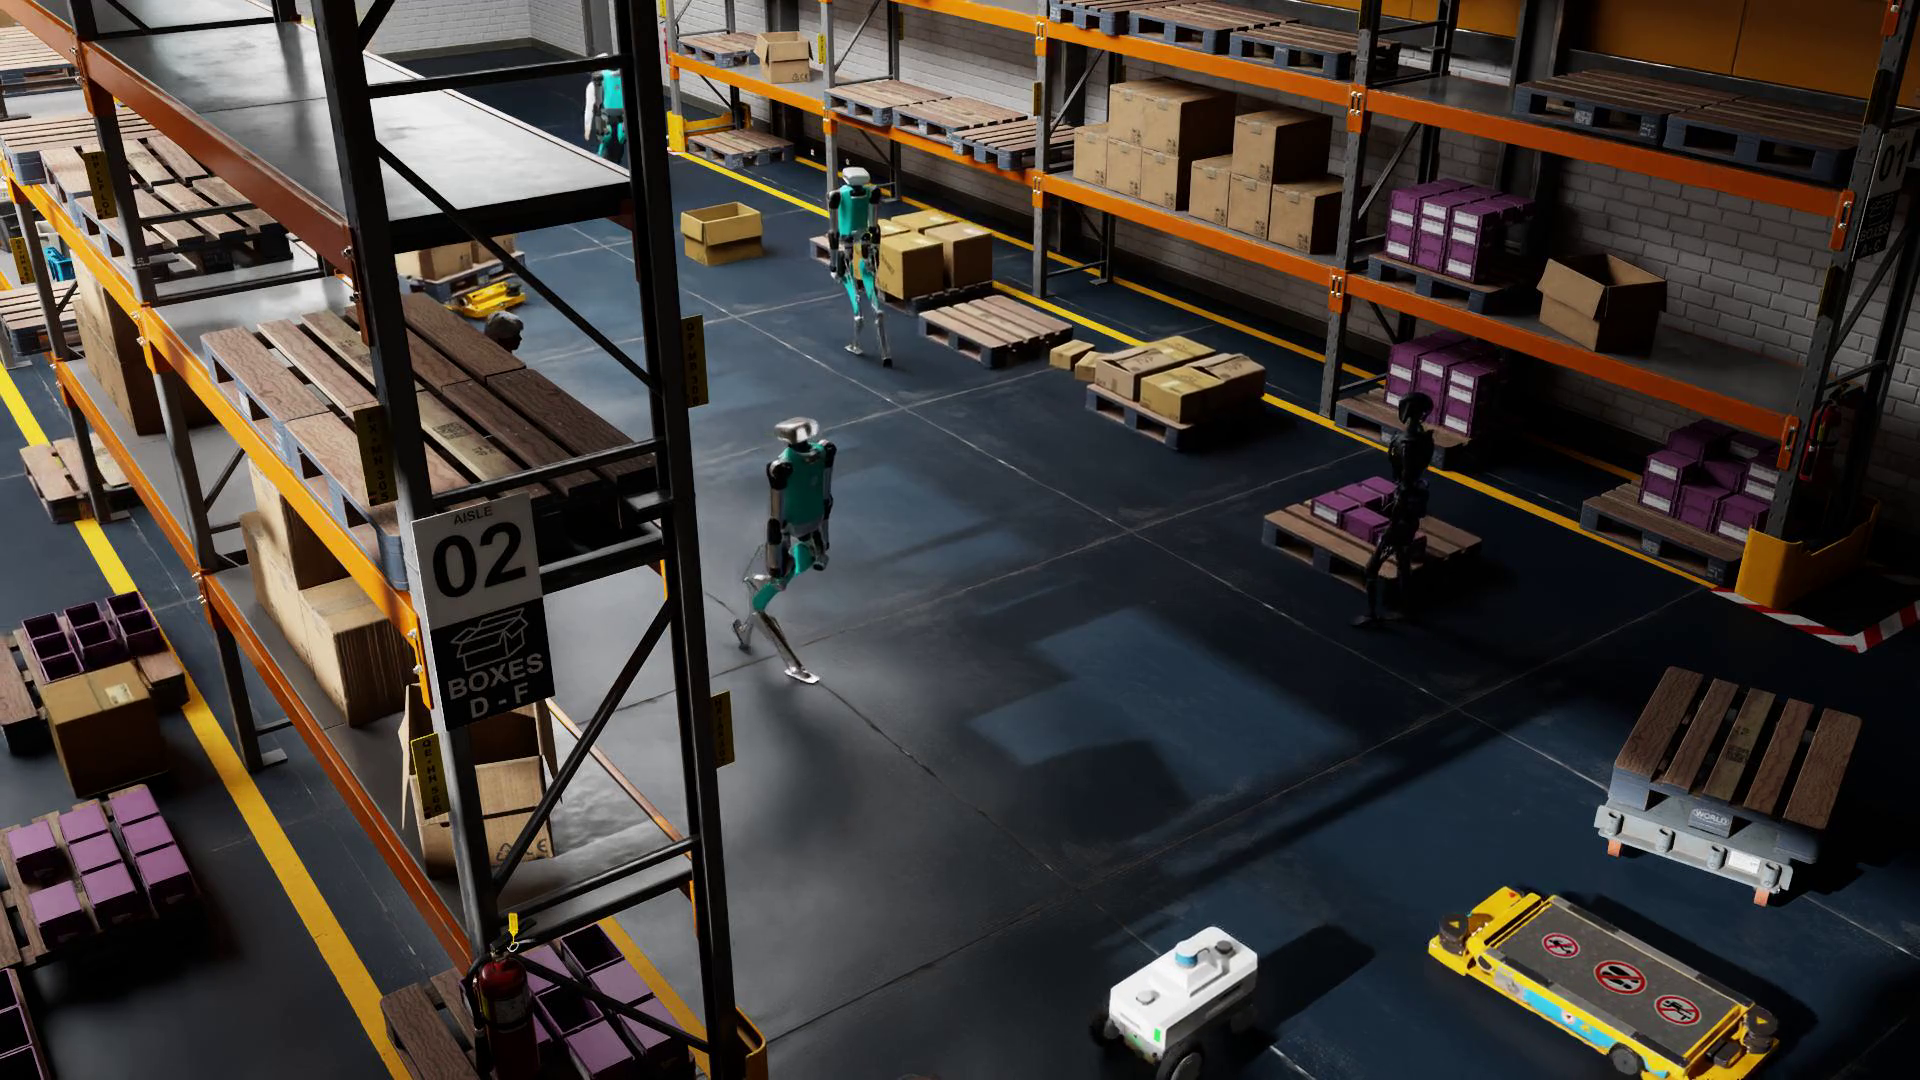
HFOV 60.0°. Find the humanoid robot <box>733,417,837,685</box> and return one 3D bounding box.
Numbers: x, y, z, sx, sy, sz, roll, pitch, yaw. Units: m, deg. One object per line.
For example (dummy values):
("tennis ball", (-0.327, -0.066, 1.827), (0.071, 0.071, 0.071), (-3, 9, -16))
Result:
("humanoid robot", (-1.211, 0.028, 10.340), (0.901, 1.804, 0.553), (18, 32, 32))

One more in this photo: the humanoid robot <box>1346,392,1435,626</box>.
("humanoid robot", (2.844, -0.192, 10.807), (0.477, 1.642, 0.599), (8, 28, 16))

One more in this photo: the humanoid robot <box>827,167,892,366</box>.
("humanoid robot", (-0.835, -2.432, 15.287), (0.551, 1.886, 0.786), (-16, 31, -28))

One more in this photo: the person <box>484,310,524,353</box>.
("person", (-3.119, -0.719, 11.660), (0.337, 1.847, 0.511), (-7, 28, -14))

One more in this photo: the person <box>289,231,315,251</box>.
("person", (-6.126, -2.538, 15.525), (0.289, 1.628, 0.498), (8, 28, 16))

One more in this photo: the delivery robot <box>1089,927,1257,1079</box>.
("delivery robot", (0.999, 2.082, 7.518), (0.773, 0.586, 0.499), (-21, 33, -35))

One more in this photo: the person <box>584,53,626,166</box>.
("person", (-4.332, -5.155, 20.614), (0.790, 1.730, 0.780), (19, 32, 32))

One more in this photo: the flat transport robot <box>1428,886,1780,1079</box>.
("flat transport robot", (3.001, 2.100, 7.811), (0.659, 0.231, 1.431), (-21, 34, -36))

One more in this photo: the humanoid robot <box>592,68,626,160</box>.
("humanoid robot", (-4.328, -5.115, 20.567), (0.530, 1.797, 0.789), (-15, 30, -27))

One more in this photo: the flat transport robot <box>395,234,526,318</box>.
("flat transport robot", (-5.226, -2.570, 17.100), (1.431, 0.231, 0.659), (15, 31, 28))
